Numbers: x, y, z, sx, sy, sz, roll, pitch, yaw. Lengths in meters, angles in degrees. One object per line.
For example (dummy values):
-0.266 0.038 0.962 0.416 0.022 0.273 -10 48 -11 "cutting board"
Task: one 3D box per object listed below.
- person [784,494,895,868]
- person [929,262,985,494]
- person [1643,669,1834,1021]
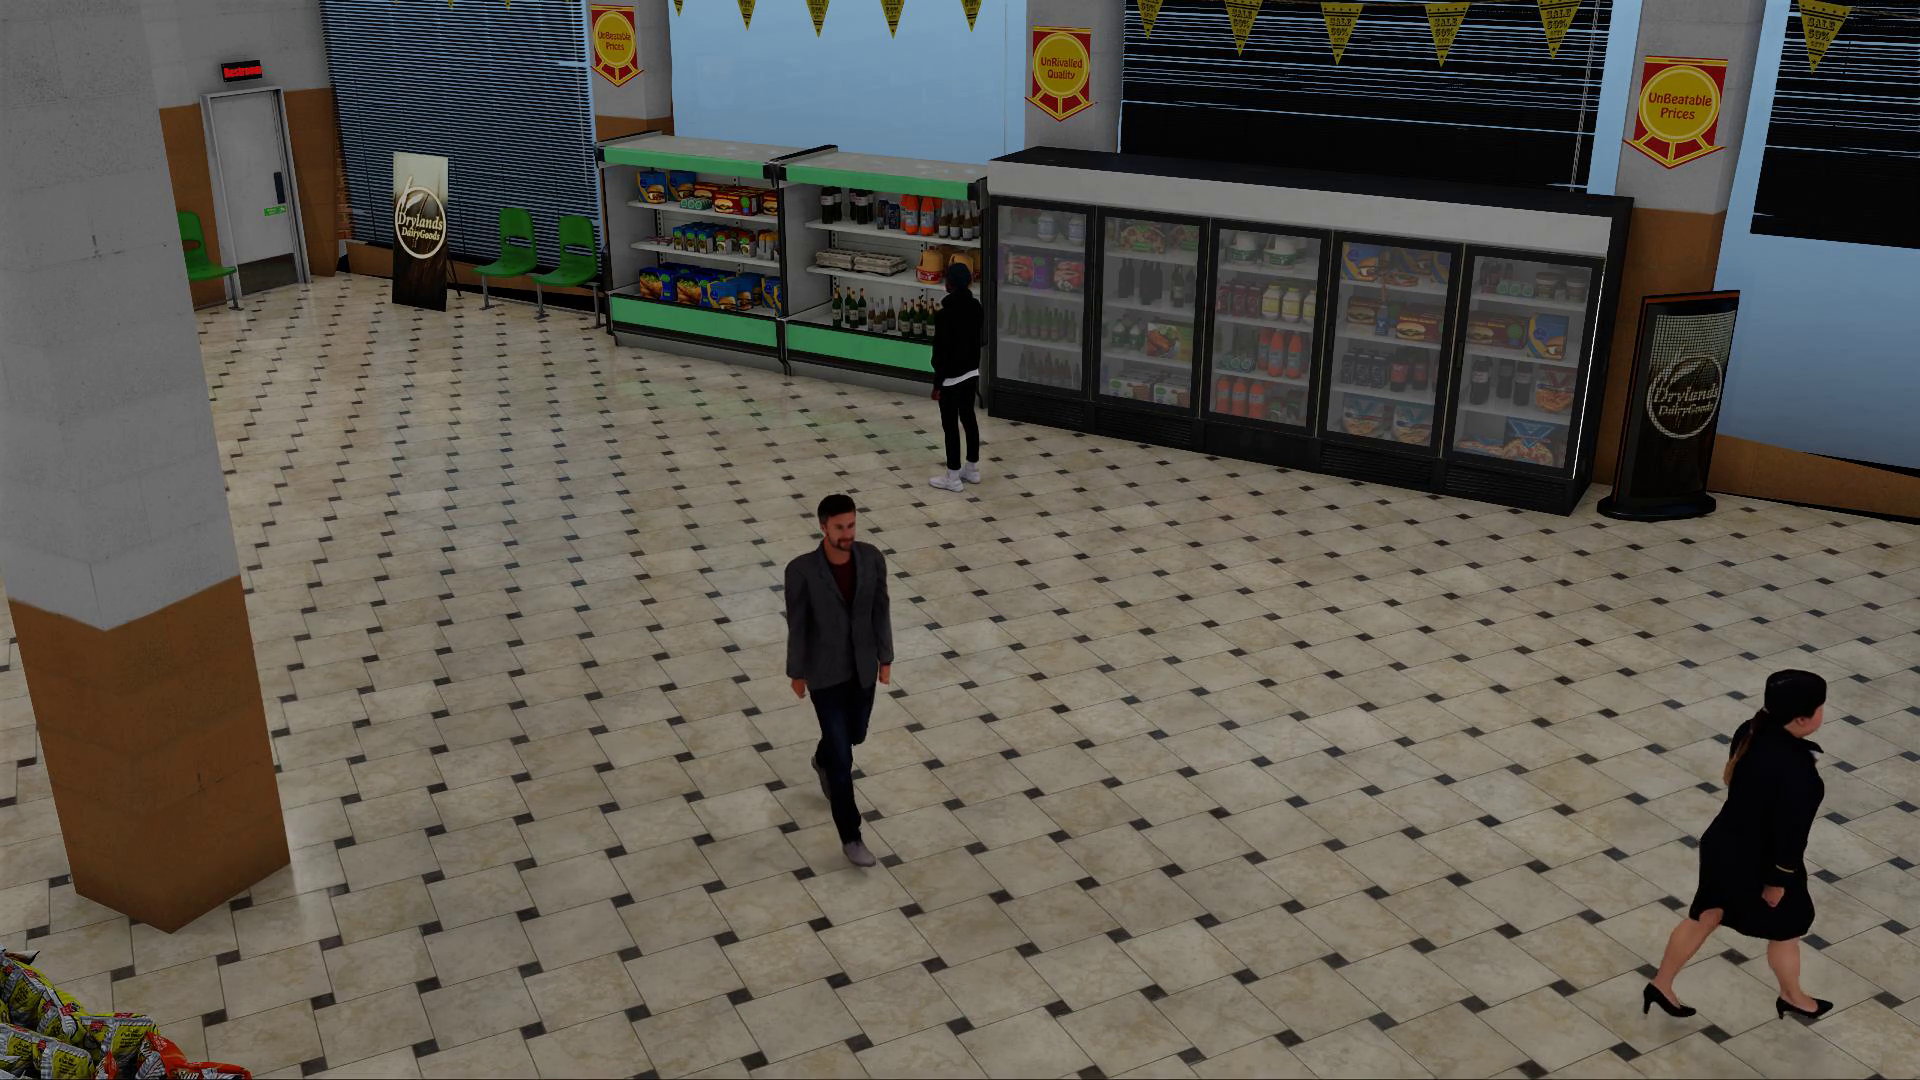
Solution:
-0.624 0.630 8.278 1.095 1.837 1.300 -12 25 -28 "person"
-0.014 -1.291 13.087 0.642 1.818 0.709 18 28 37 "person"
3.181 1.320 6.840 1.182 1.630 1.045 -1 22 -2 "person"
